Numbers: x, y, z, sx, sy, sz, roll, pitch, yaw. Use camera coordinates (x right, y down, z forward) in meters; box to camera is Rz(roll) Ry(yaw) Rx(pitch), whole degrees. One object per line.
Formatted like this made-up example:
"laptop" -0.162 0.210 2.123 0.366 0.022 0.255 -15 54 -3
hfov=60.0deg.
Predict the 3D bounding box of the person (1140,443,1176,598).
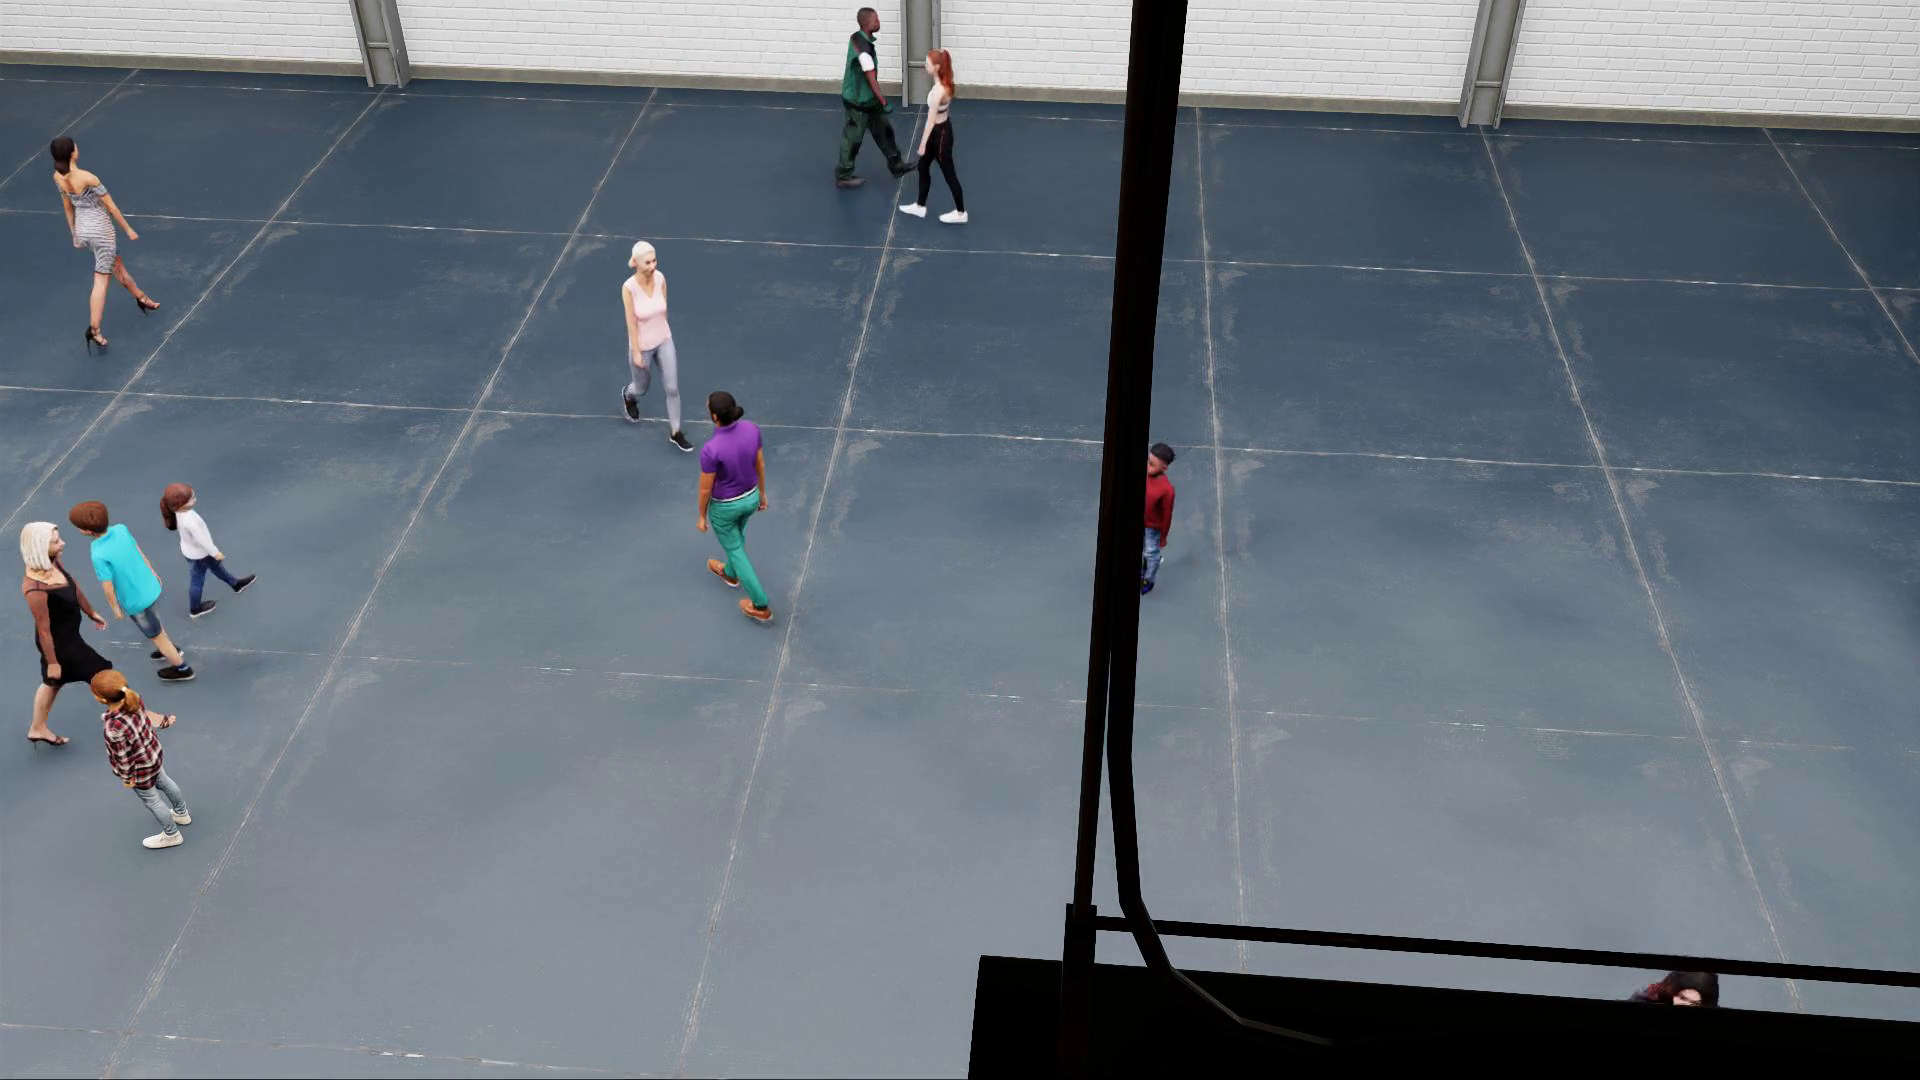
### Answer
"person" 1.348 -0.169 11.429 0.708 1.249 0.649 -25 45 -28

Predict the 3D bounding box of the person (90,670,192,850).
"person" -4.734 1.253 9.604 0.521 1.305 0.546 0 39 0

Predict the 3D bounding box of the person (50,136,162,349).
"person" -7.237 -2.438 13.852 1.093 1.772 0.873 14 41 16

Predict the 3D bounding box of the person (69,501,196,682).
"person" -5.216 0.329 10.664 0.603 1.426 0.534 3 39 4

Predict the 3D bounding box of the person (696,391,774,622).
"person" -1.462 -0.199 11.073 1.121 1.740 1.006 30 47 32

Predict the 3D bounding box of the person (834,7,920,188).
"person" -1.032 -4.222 16.064 1.131 1.799 0.768 -2 39 -2

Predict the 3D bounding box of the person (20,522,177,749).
"person" -5.510 0.643 10.061 1.170 1.688 0.899 -10 40 -12

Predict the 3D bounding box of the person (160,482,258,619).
"person" -5.228 0.078 11.251 0.778 1.087 0.707 -29 47 -31

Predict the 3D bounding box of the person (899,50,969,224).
"person" -0.084 -3.729 15.508 0.906 1.723 0.619 5 39 6

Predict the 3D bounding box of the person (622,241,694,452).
"person" -2.417 -1.521 12.756 1.011 1.706 1.029 -25 45 -28
